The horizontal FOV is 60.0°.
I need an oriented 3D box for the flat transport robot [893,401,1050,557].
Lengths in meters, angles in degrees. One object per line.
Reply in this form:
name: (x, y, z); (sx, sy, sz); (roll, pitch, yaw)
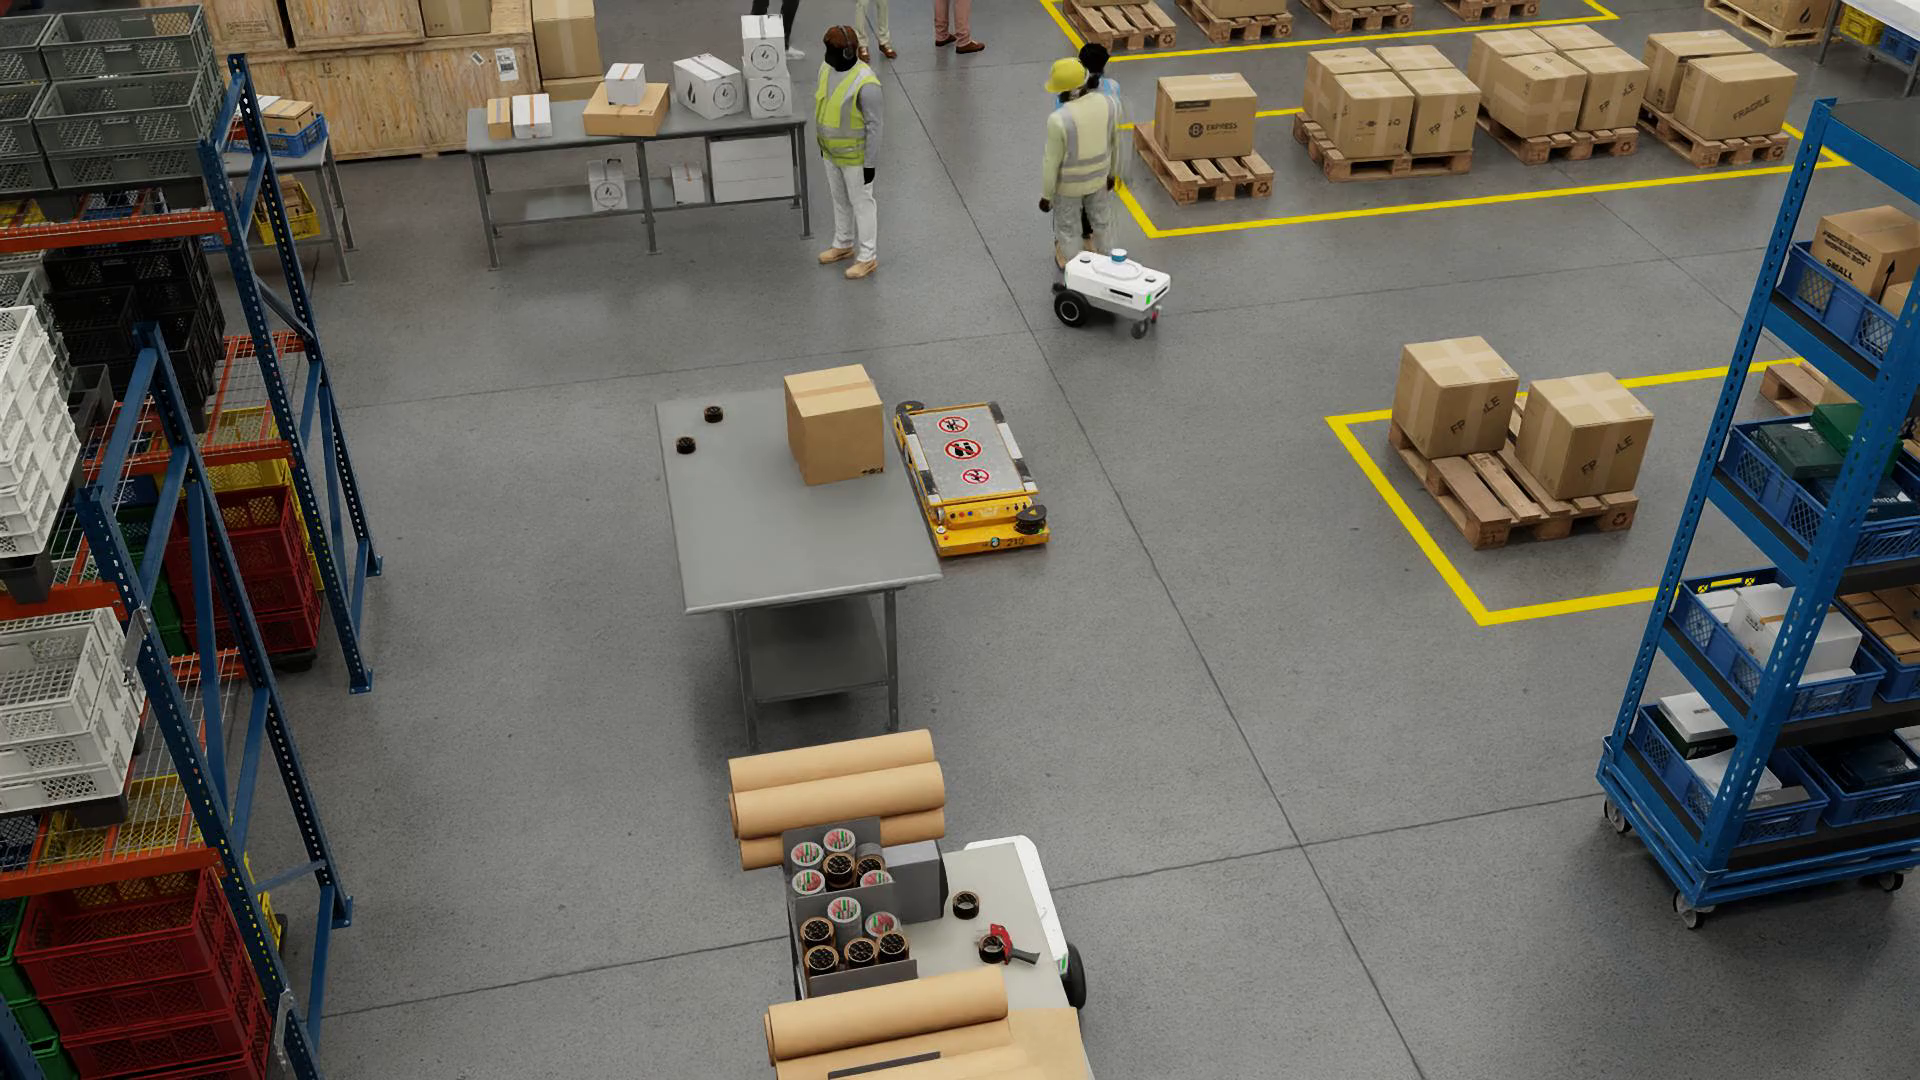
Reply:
flat transport robot: (0.046, -0.430, 10.108); (0.652, 0.197, 1.431); (-8, 37, -10)

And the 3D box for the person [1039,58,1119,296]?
person: (0.895, -2.548, 11.702); (0.786, 1.778, 0.403); (-19, 41, -24)

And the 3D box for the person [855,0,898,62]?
person: (-0.825, -5.387, 15.462); (0.524, 1.852, 0.338); (-16, 39, -20)

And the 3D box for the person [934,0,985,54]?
person: (-0.020, -5.583, 15.675); (0.401, 1.906, 0.651); (-29, 45, -33)

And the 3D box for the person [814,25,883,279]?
person: (-0.819, -2.794, 11.979); (0.429, 1.842, 0.636); (-26, 44, -30)

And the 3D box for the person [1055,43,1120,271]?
person: (0.915, -2.798, 12.106); (0.535, 1.694, 0.321); (-18, 40, -23)

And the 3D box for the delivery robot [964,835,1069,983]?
delivery robot: (0.223, 1.590, 7.082); (0.477, 0.478, 0.707); (-7, 37, -9)

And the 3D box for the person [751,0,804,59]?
person: (-1.743, -5.322, 15.352); (0.397, 1.879, 0.662); (30, 46, 34)

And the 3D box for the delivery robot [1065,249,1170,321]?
delivery robot: (1.100, -1.797, 11.633); (0.707, 0.478, 0.477); (21, 42, 26)
